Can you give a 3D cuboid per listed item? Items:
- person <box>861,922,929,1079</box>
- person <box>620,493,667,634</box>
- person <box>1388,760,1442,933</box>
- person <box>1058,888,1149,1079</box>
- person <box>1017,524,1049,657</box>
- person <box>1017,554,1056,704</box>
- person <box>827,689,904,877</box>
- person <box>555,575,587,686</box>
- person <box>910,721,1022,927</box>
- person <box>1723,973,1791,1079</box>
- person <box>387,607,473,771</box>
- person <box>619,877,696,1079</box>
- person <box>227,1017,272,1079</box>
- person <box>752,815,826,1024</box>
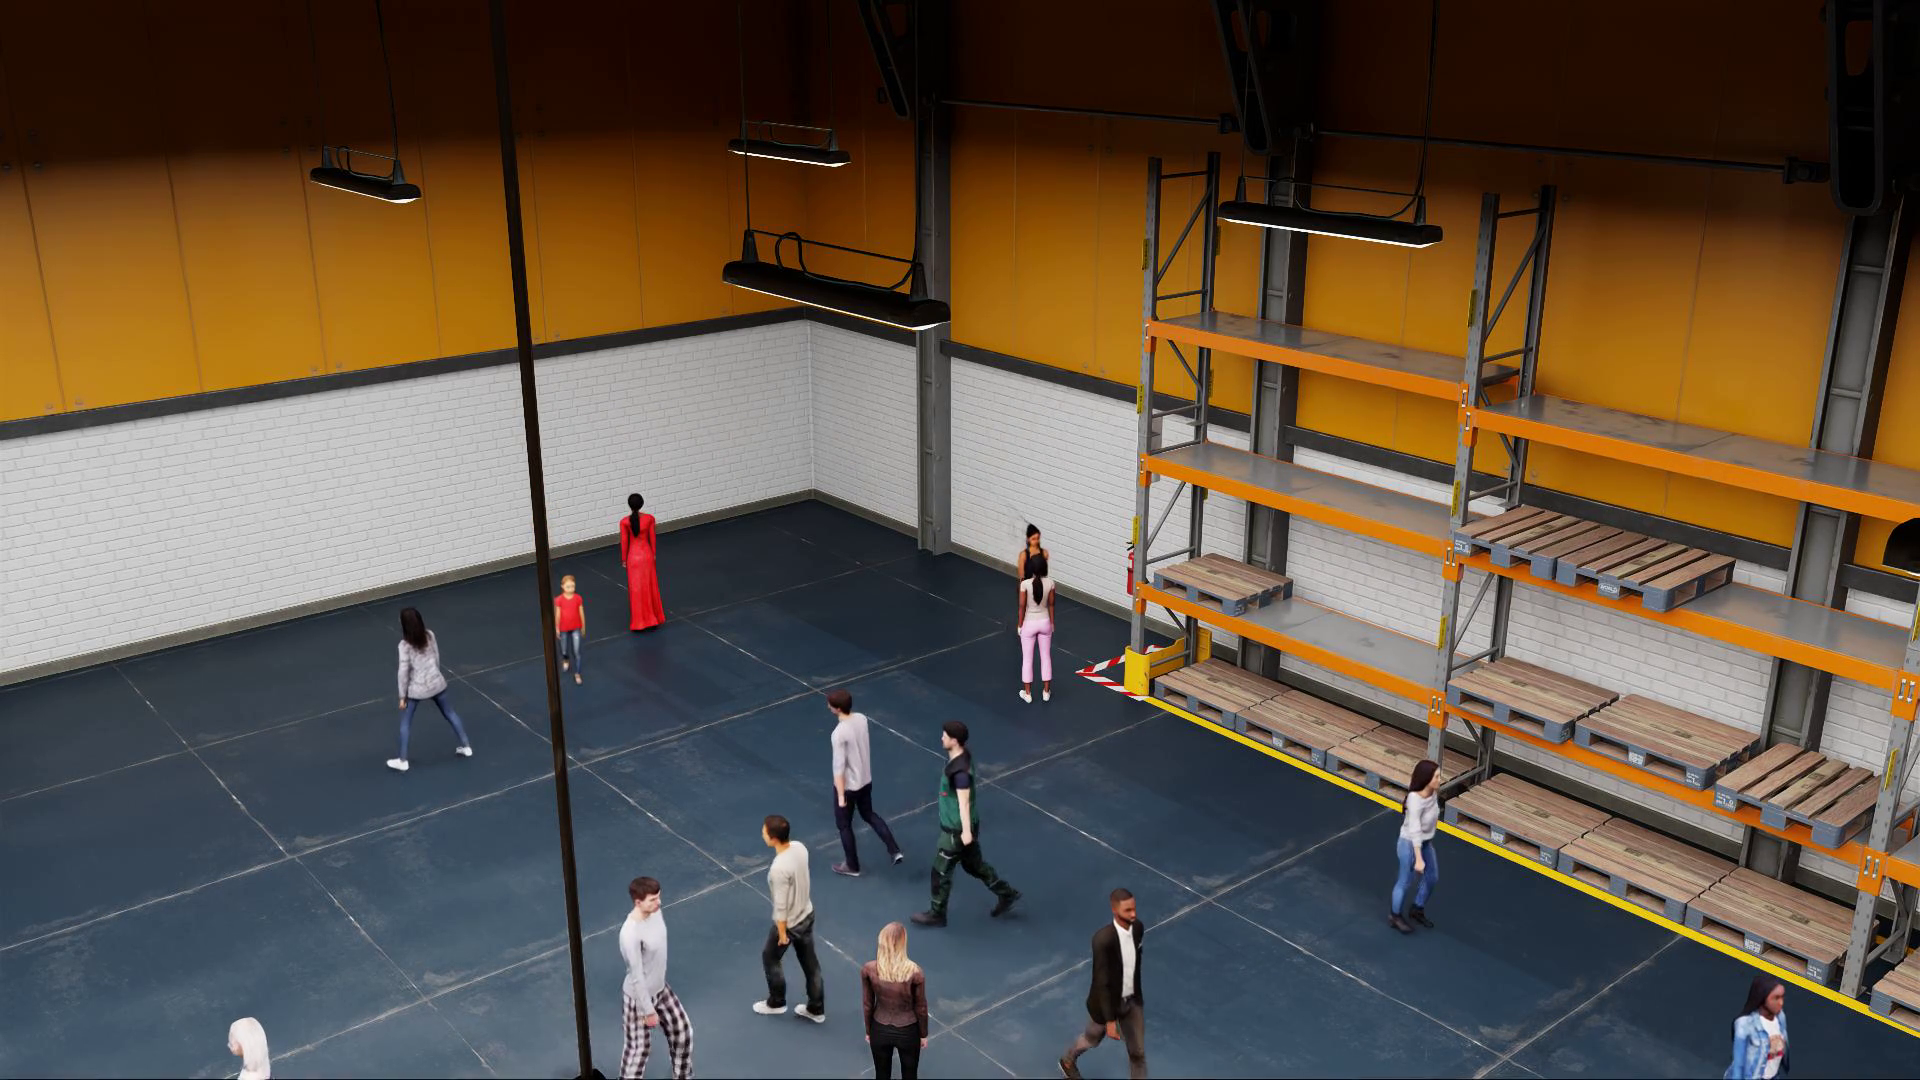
[{"bbox_3d":[-0.450,3.405,11.485,0.657,1.705,0.728,2,19,7],"label":"person"},{"bbox_3d":[-3.976,0.276,20.654,0.659,1.783,0.652,-11,22,-30],"label":"person"},{"bbox_3d":[3.769,2.580,14.075,0.637,1.615,0.652,15,24,38],"label":"person"},{"bbox_3d":[1.019,3.269,11.807,0.695,1.757,1.228,-14,23,-35],"label":"person"},{"bbox_3d":[0.824,0.591,19.925,0.658,1.651,0.672,-8,20,-21],"label":"person"},{"bbox_3d":[0.856,0.974,18.646,0.656,1.742,0.655,-4,19,-12],"label":"person"},{"bbox_3d":[-0.894,2.195,14.900,0.967,1.818,0.823,13,23,34],"label":"person"},{"bbox_3d":[-4.518,1.009,19.236,0.626,1.300,0.769,-6,20,-18],"label":"person"},{"bbox_3d":[0.101,2.425,14.147,1.240,1.864,1.226,0,19,-1],"label":"person"},{"bbox_3d":[5.122,3.595,10.966,0.861,1.676,1.240,-7,20,-21],"label":"person"},{"bbox_3d":[-5.549,1.530,17.069,0.819,1.694,0.956,16,24,39],"label":"person"},{"bbox_3d":[-2.321,3.204,11.890,1.065,1.826,0.947,6,19,17],"label":"person"},{"bbox_3d":[-4.266,3.740,10.367,1.060,1.784,1.095,-3,19,-8],"label":"person"},{"bbox_3d":[-1.202,2.935,12.767,0.950,1.777,0.858,10,21,28],"label":"person"}]
